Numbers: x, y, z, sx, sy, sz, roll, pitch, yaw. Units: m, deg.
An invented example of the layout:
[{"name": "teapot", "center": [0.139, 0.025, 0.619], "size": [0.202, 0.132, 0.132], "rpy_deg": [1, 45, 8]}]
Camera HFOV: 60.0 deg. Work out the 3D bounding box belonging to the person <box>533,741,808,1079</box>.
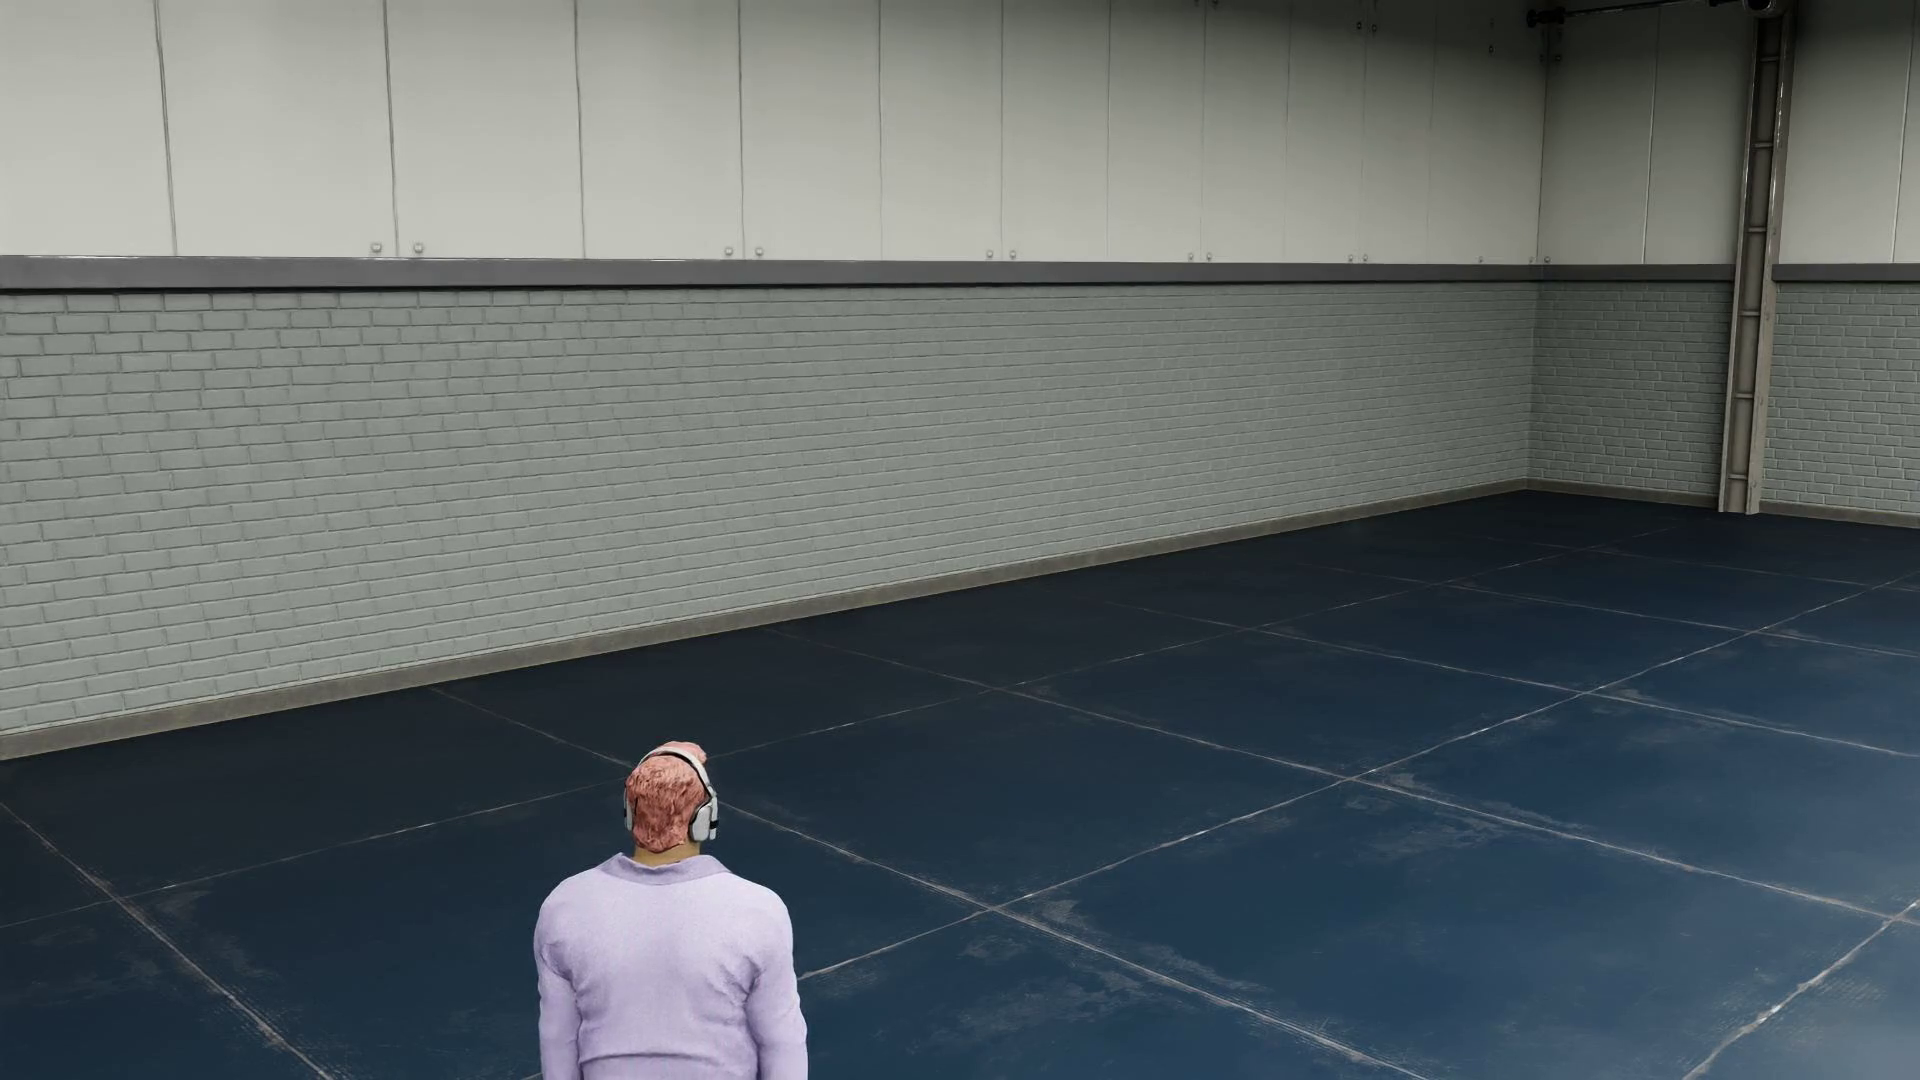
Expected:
[{"name": "person", "center": [-0.688, 1.431, 4.105], "size": [0.652, 1.906, 0.408], "rpy_deg": [1, 9, 6]}]
